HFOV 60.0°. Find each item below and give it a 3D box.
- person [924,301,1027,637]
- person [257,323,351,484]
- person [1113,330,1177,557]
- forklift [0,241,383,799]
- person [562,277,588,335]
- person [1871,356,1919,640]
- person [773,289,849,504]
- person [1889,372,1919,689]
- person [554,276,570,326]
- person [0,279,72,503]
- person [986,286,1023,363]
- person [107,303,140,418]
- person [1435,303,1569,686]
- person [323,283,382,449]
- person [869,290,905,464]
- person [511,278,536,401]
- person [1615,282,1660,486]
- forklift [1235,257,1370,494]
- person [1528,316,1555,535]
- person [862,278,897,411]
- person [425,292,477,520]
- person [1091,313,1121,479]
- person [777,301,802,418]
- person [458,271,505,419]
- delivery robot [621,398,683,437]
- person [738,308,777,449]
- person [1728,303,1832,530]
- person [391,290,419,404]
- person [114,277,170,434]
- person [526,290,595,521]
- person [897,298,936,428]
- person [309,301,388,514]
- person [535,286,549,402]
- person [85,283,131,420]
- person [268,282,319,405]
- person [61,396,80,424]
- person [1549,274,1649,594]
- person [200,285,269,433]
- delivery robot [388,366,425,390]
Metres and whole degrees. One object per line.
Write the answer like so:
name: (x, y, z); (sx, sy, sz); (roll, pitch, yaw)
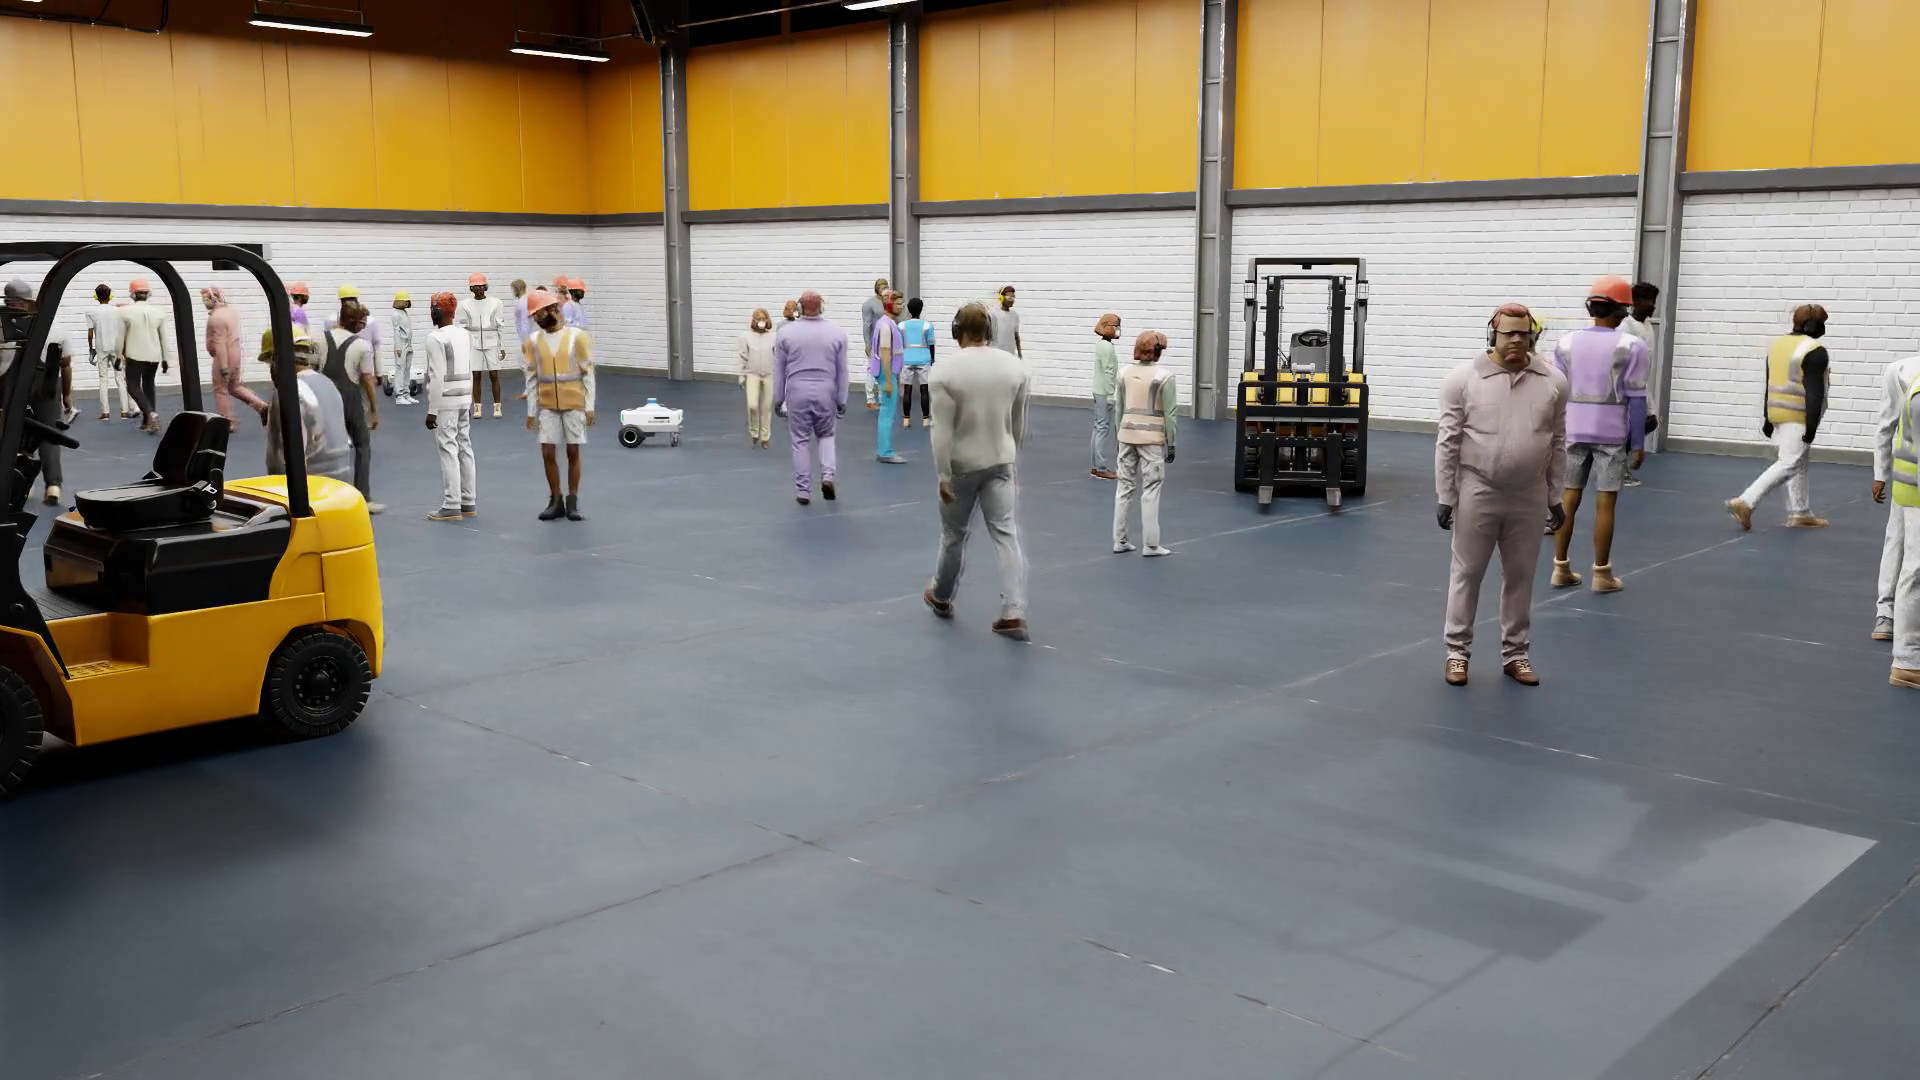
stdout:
person: (0.087, -0.419, 9.568); (0.650, 1.884, 1.043); (-4, 10, -23)
person: (-3.409, -0.238, 8.674); (0.435, 1.805, 0.639); (1, 9, 5)
person: (1.331, -0.693, 12.030); (0.521, 1.632, 0.323); (8, 12, 40)
forklift: (-3.706, -0.171, 7.093); (1.214, 2.155, 2.313); (9, 13, 43)
person: (-5.680, -2.922, 24.729); (0.350, 1.942, 0.545); (2, 9, 10)
person: (5.374, -0.360, 9.198); (0.583, 1.881, 0.337); (4, 10, 21)
person: (-1.319, -1.256, 14.687); (0.653, 1.892, 0.436); (-2, 9, -11)
person: (4.860, -0.183, 8.249); (0.429, 1.839, 0.634); (6, 11, 33)
person: (-7.079, -3.681, 29.371); (1.014, 1.957, 0.631); (3, 10, 19)
person: (-8.248, -1.343, 14.748); (0.689, 2.000, 1.038); (-6, 11, -32)
person: (0.584, -2.346, 21.472); (0.574, 1.850, 0.455); (-7, 12, -37)
person: (-11.660, -2.506, 23.283); (0.831, 1.612, 0.521); (8, 12, 42)
person: (2.693, -0.218, 8.263); (0.652, 1.904, 0.404); (0, 9, 1)
person: (-6.709, -1.875, 18.375); (0.616, 1.921, 0.442); (-5, 10, -26)
person: (-0.778, -1.739, 17.771); (0.374, 1.842, 0.570); (0, 9, 0)
person: (-6.770, -3.119, 25.990); (0.416, 1.935, 0.651); (-1, 9, -8)
person: (6.425, -1.477, 15.854); (0.641, 1.945, 0.428); (-8, 12, -41)
forklift: (3.309, -1.629, 16.029); (1.214, 2.155, 2.313); (2, 9, 11)
person: (4.305, -0.870, 12.826); (0.894, 1.718, 0.545); (0, 9, 0)
person: (-1.163, -2.874, 24.446); (0.629, 1.939, 0.372); (-9, 13, -43)
person: (-4.224, -1.103, 13.753); (0.347, 1.882, 0.584); (2, 10, 14)
person: (1.449, -1.422, 16.476); (0.286, 1.632, 0.500); (-1, 9, -3)
person: (-2.350, -2.513, 23.242); (0.417, 1.636, 0.516); (7, 12, 38)
person: (-6.607, -2.684, 23.010); (0.606, 2.038, 0.394); (-2, 9, -10)
delivery robot: (-3.588, -1.410, 19.412); (0.707, 0.478, 0.477); (-1, 9, -4)
person: (-2.266, -1.840, 19.049); (0.522, 1.617, 0.424); (-2, 10, -13)
person: (6.529, -0.962, 13.143); (0.869, 1.812, 0.624); (-1, 9, -5)
person: (-8.524, -2.954, 25.535); (0.302, 1.743, 0.494); (1, 9, 5)
person: (-10.277, -2.316, 20.948); (0.835, 1.970, 0.633); (7, 11, 36)
person: (-3.288, -1.098, 13.724); (0.590, 1.895, 0.370); (1, 9, 4)
person: (-0.570, -2.304, 21.682); (0.535, 1.700, 0.318); (2, 9, 9)
person: (-5.165, -1.091, 13.957); (0.632, 1.810, 0.362); (-1, 9, -6)
person: (-6.575, -3.084, 26.152); (0.517, 1.814, 1.006); (-2, 9, -12)
person: (-11.715, -2.585, 22.888); (0.513, 1.871, 0.328); (-5, 11, -29)
person: (-9.479, -2.745, 23.796); (0.976, 1.897, 0.555); (-7, 12, -38)
person: (-12.161, -2.336, 22.173); (0.805, 1.602, 0.532); (0, 9, 2)
person: (4.091, -0.669, 10.648); (0.391, 2.037, 0.608); (-9, 13, -44)
person: (-9.137, -2.257, 20.889); (0.727, 1.860, 0.723); (-1, 9, -5)
delivery robot: (-9.075, -2.690, 27.264); (0.477, 0.478, 0.707); (1, 9, 7)
